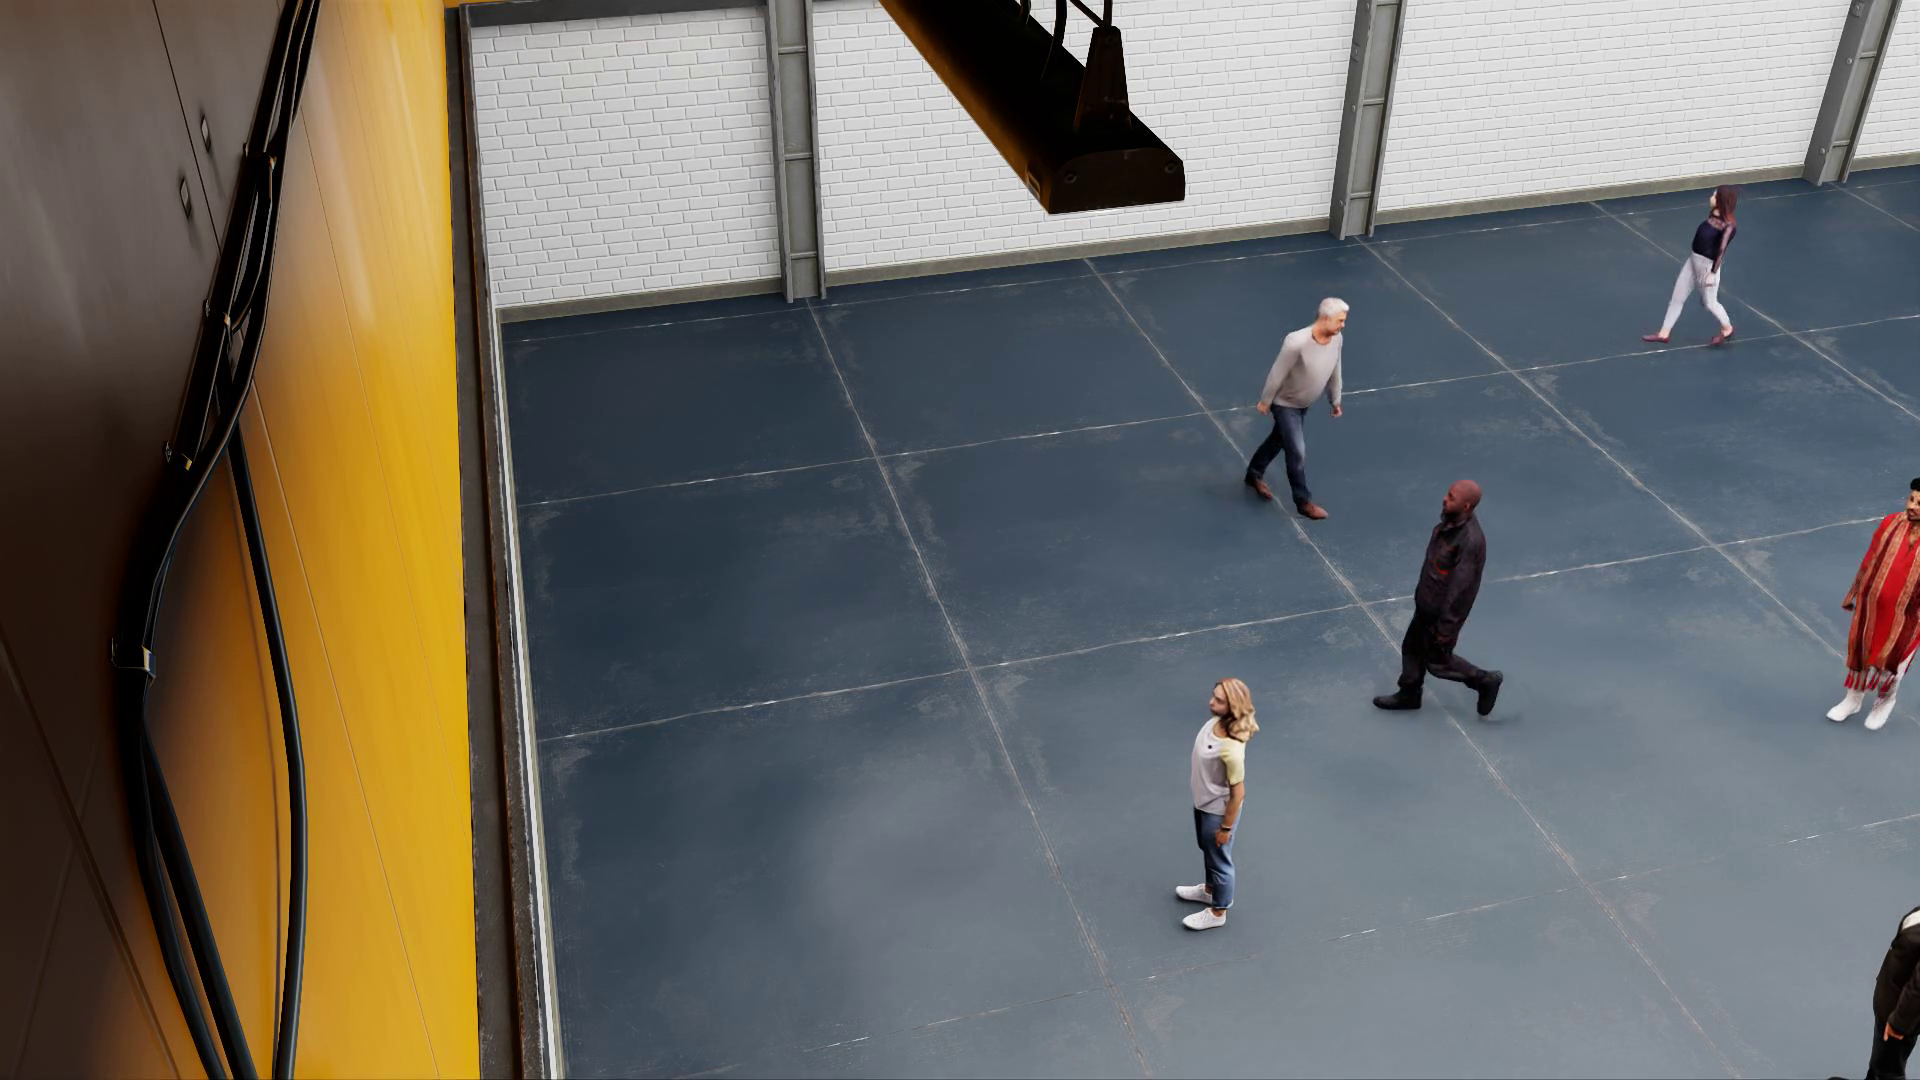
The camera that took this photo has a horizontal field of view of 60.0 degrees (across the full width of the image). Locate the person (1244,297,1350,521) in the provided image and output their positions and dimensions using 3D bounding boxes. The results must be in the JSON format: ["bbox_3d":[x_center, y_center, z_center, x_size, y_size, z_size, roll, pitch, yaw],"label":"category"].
[{"bbox_3d":[2.518,-1.080,12.965,1.177,1.836,1.106,-20,38,-27],"label":"person"}]

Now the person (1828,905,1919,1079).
[{"bbox_3d":[4.620,2.204,8.057,0.786,1.800,0.740,16,37,22],"label":"person"}]

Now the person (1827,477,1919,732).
[{"bbox_3d":[6.084,0.384,10.728,0.825,1.873,0.798,-19,38,-26],"label":"person"}]

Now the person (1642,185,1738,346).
[{"bbox_3d":[6.915,-2.486,15.312,1.115,1.579,0.791,0,34,0],"label":"person"}]

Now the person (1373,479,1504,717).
[{"bbox_3d":[3.220,0.419,10.743,1.078,1.799,0.804,-2,34,-4],"label":"person"}]

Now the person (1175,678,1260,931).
[{"bbox_3d":[1.438,1.464,9.238,0.609,1.723,0.671,-2,34,-3],"label":"person"}]
